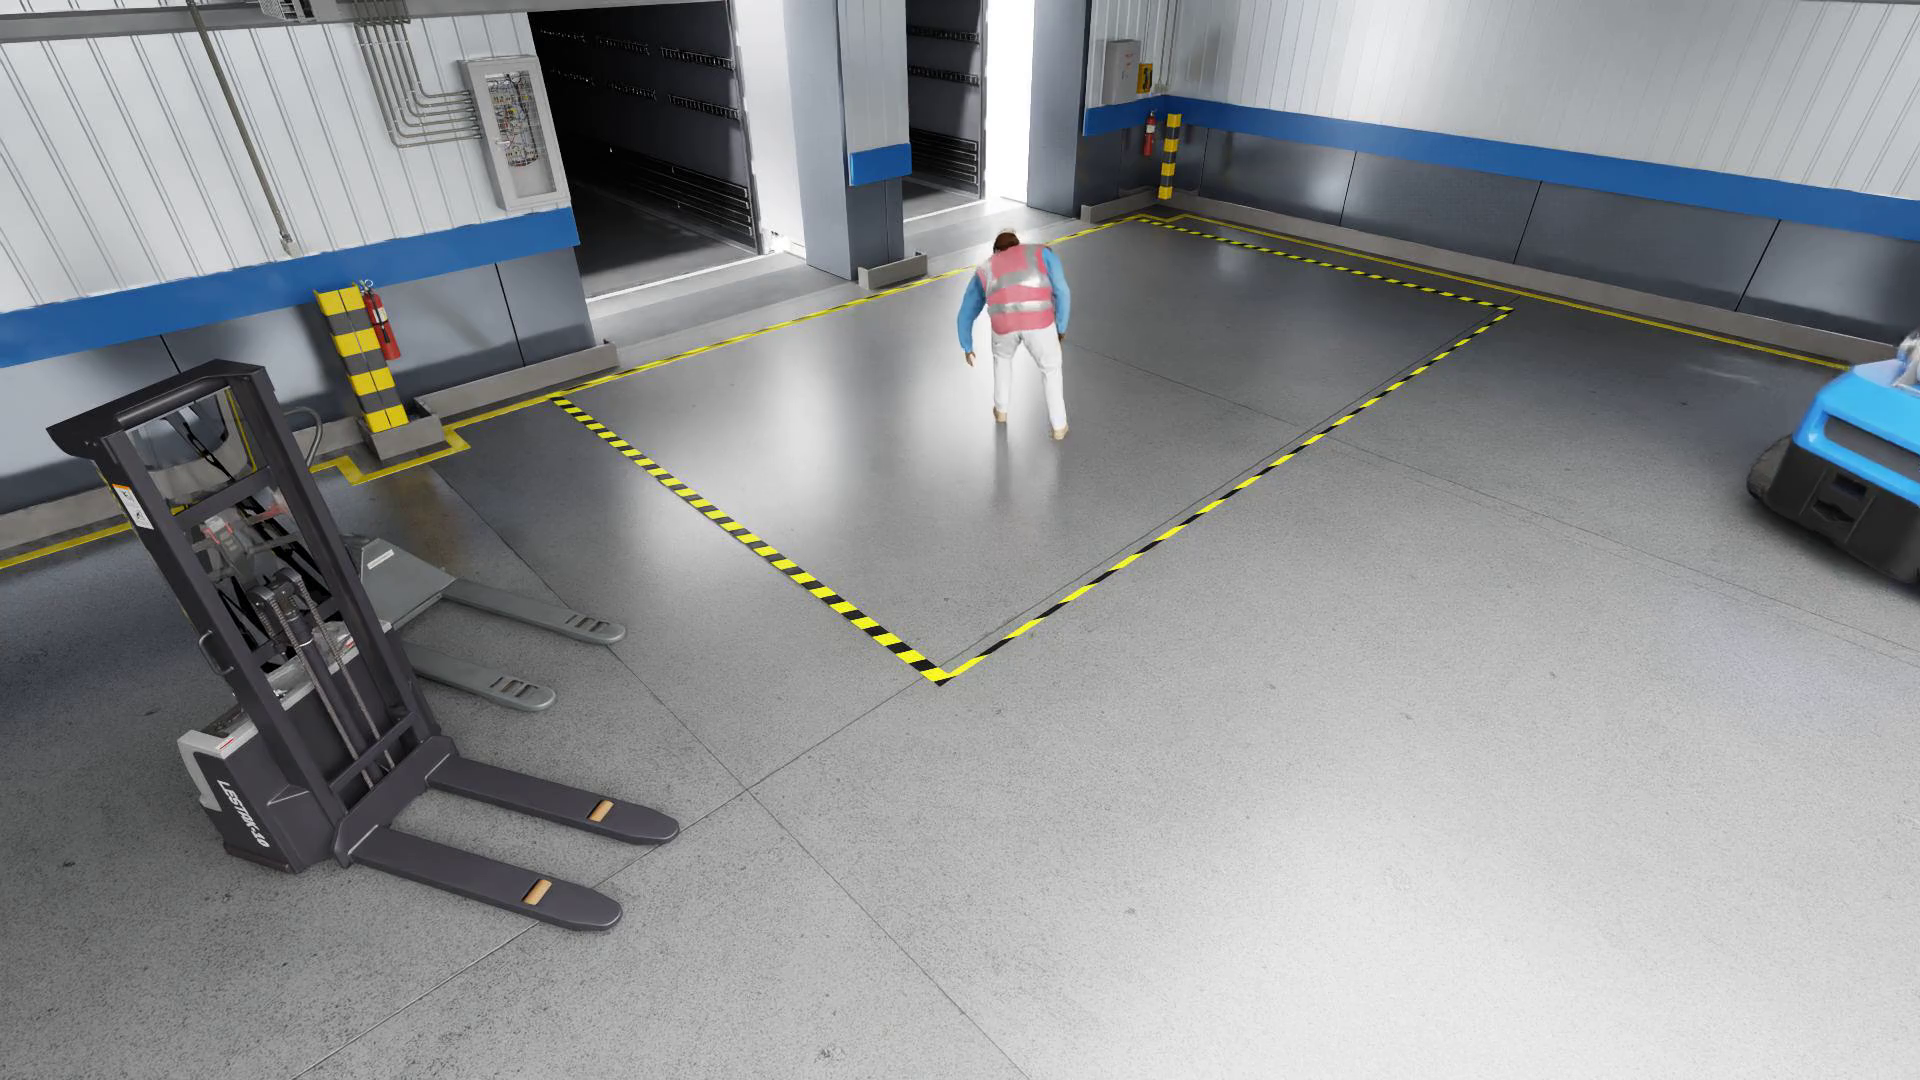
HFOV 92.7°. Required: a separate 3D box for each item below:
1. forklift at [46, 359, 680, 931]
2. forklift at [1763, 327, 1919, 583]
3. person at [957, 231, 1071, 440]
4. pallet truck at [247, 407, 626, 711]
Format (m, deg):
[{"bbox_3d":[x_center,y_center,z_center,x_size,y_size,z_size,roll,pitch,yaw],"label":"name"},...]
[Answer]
[{"bbox_3d":[-2.135,0.422,3.354,1.885,1.965,0.823,10,35,14],"label":"forklift"},{"bbox_3d":[6.352,-0.963,5.074,2.680,2.036,1.157,-7,35,-10],"label":"forklift"},{"bbox_3d":[0.443,-1.525,6.836,0.920,1.334,0.850,11,36,16],"label":"person"},{"bbox_3d":[-2.628,0.038,4.590,1.601,1.201,0.680,12,36,18],"label":"pallet truck"}]
